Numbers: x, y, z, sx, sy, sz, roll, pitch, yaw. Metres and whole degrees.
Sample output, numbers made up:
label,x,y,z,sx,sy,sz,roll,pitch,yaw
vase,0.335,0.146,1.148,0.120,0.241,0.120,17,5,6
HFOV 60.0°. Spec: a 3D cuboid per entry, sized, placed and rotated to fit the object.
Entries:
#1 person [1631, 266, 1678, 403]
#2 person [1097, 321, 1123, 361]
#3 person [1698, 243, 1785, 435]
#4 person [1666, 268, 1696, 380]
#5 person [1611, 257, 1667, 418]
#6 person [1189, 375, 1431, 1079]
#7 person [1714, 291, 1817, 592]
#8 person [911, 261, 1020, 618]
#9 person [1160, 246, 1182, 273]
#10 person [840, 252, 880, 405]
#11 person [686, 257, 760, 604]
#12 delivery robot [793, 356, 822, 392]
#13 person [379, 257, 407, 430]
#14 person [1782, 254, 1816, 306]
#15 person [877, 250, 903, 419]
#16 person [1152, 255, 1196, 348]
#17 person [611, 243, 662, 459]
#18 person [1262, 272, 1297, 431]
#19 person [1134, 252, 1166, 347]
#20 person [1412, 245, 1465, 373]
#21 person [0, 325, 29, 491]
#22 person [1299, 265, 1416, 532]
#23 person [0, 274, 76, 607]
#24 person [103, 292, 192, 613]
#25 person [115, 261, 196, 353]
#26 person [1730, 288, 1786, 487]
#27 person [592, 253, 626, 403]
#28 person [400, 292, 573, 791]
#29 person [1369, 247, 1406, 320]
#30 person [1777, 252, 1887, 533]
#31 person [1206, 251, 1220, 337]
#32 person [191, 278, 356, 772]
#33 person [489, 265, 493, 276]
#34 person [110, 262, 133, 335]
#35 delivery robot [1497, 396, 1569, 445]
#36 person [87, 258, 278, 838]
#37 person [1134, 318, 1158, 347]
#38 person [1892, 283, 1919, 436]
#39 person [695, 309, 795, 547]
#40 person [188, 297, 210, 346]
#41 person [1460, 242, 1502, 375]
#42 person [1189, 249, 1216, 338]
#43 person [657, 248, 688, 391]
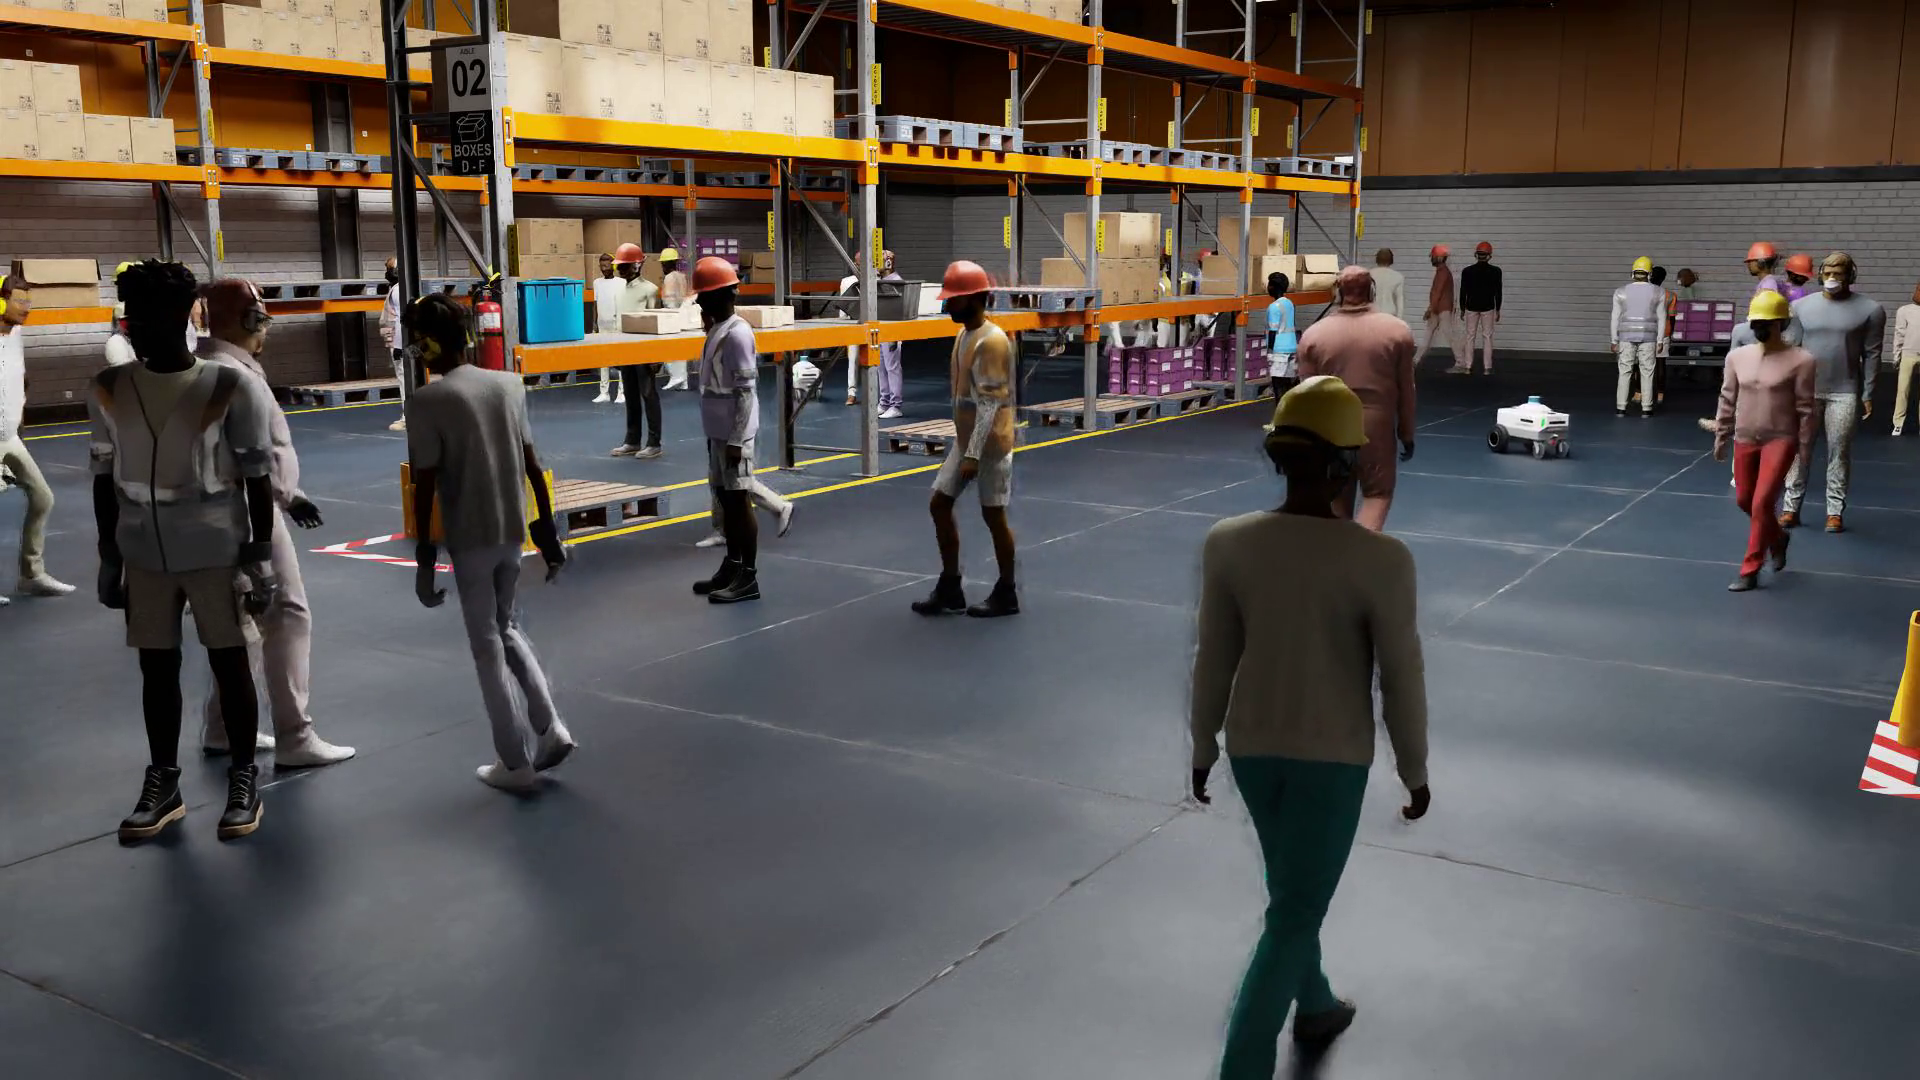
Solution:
label,x,y,z,sx,sy,sz,roll,pitch,yaw
person,8.629,-2.549,20.709,0.535,1.697,0.318,2,11,13
person,2.495,-3.858,27.452,0.634,1.883,1.016,-5,12,-28
person,8.194,-2.046,17.109,1.030,1.984,0.617,6,12,29
person,10.407,-3.116,24.055,0.605,1.609,0.532,3,11,16
person,7.739,-2.307,18.985,0.588,1.834,0.403,5,11,25
person,0.780,0.487,3.851,0.538,1.729,0.923,8,13,39
person,4.747,-0.590,9.738,0.752,1.739,0.535,-8,13,-38
person,0.018,-0.508,8.811,0.726,1.905,0.569,-5,11,-25
person,3.637,-4.199,29.189,0.551,1.932,0.367,4,11,23
person,-1.183,-2.589,20.411,0.584,1.882,0.337,0,10,-2
person,-1.325,-0.609,9.319,0.374,1.928,0.542,-4,11,-22
delivery robot,-1.965,-2.078,20.994,0.477,0.478,0.707,-3,11,-15
person,-5.973,-2.095,17.790,0.429,1.843,0.633,-2,10,-9
person,8.599,-2.031,17.339,0.641,1.891,0.613,-1,10,-4
person,-0.853,-2.341,18.977,0.410,1.909,0.643,-5,11,-25
person,2.970,-3.051,23.115,0.629,1.837,0.428,0,10,0
person,-3.013,-1.748,15.452,0.614,1.990,0.392,9,13,40
person,3.414,-2.005,17.731,0.323,1.688,0.537,7,12,33
person,2.868,-3.299,24.424,0.788,1.851,0.608,-7,12,-33
person,7.284,-3.509,25.385,1.051,1.935,0.623,2,10,10
person,-7.874,-1.403,13.463,0.640,2.014,0.499,-2,10,-9
person,2.232,-0.604,9.408,0.656,1.881,0.589,4,11,20
person,-5.301,-0.545,9.247,0.588,1.834,0.558,-1,10,-7
person,-4.412,-0.508,9.058,0.501,1.845,0.535,1,10,8
person,-5.267,-0.855,10.813,0.947,1.876,0.589,2,10,13
person,6.542,-1.232,13.588,0.497,1.633,0.285,6,12,30
person,-4.362,-2.631,20.693,0.509,1.868,0.328,3,11,16
person,-1.732,0.024,6.056,0.423,1.837,0.605,7,13,36
person,5.756,-3.029,22.746,0.633,1.923,0.586,6,12,30
person,6.037,-1.021,11.570,0.630,1.938,0.369,7,12,34
person,4.265,-3.930,27.958,0.429,1.842,0.633,3,11,15
person,-2.700,-0.064,6.456,0.563,1.872,0.659,-8,13,-37
person,-5.280,-2.287,19.070,0.330,1.765,0.533,-1,10,-6
person,-7.107,-1.474,14.373,0.404,1.833,0.586,1,10,5
delivery robot,5.388,-1.111,15.644,0.477,0.478,0.707,-4,11,-19
person,-2.622,0.040,5.626,0.608,1.962,0.374,0,10,0
person,2.697,-3.179,23.982,0.868,1.769,0.606,-4,11,-20
person,9.899,-1.871,17.152,0.500,1.628,0.277,5,11,25
person,-1.442,-0.744,10.923,0.553,1.618,0.545,-4,11,-22
person,-5.067,-0.813,11.237,0.309,1.645,0.514,-7,12,-34
person,7.852,-3.489,25.092,0.612,1.994,0.395,5,11,27
person,3.909,-3.762,26.972,0.998,1.867,0.551,0,10,2
person,-3.854,-2.939,22.243,0.473,1.911,0.603,2,10,10
